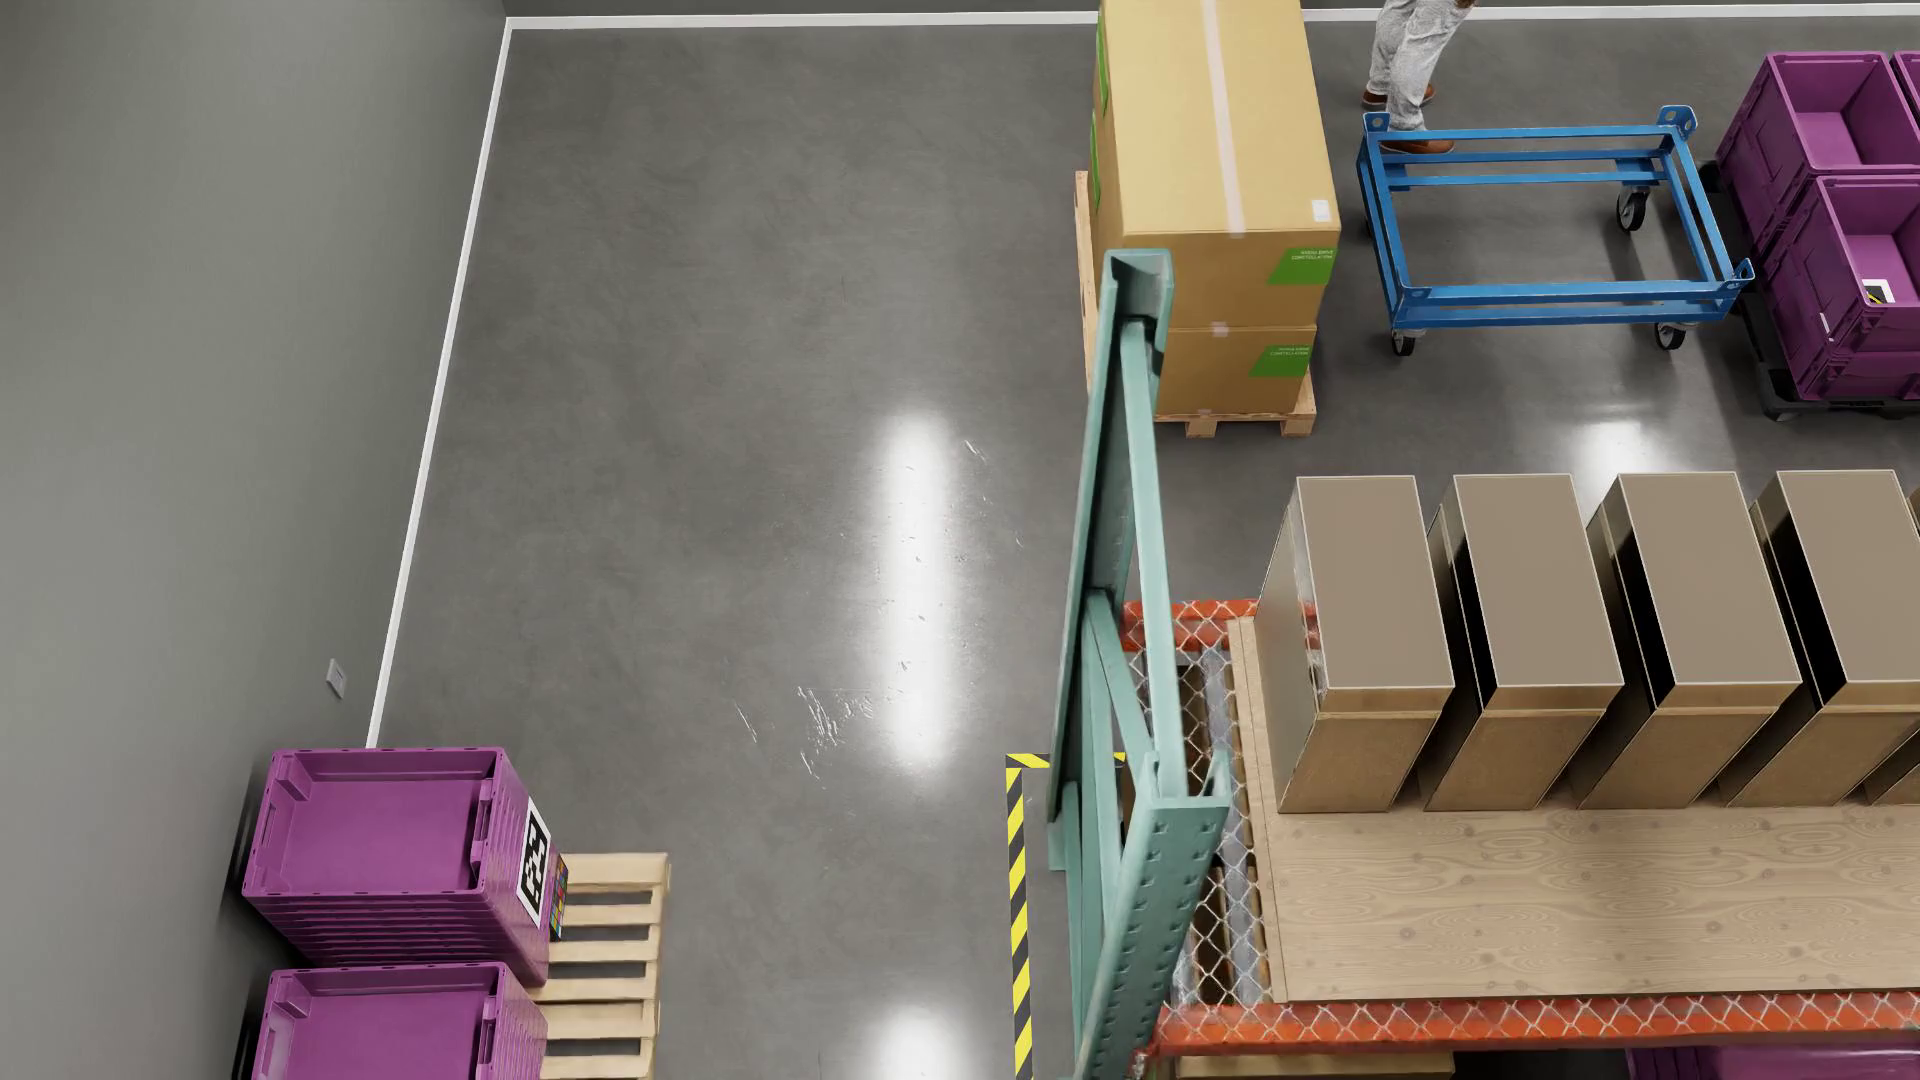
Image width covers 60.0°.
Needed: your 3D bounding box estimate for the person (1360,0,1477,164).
[{"bbox_3d":[1.821,-2.252,6.084,0.375,1.939,0.628,-2,58,-1],"label":"person"}]
